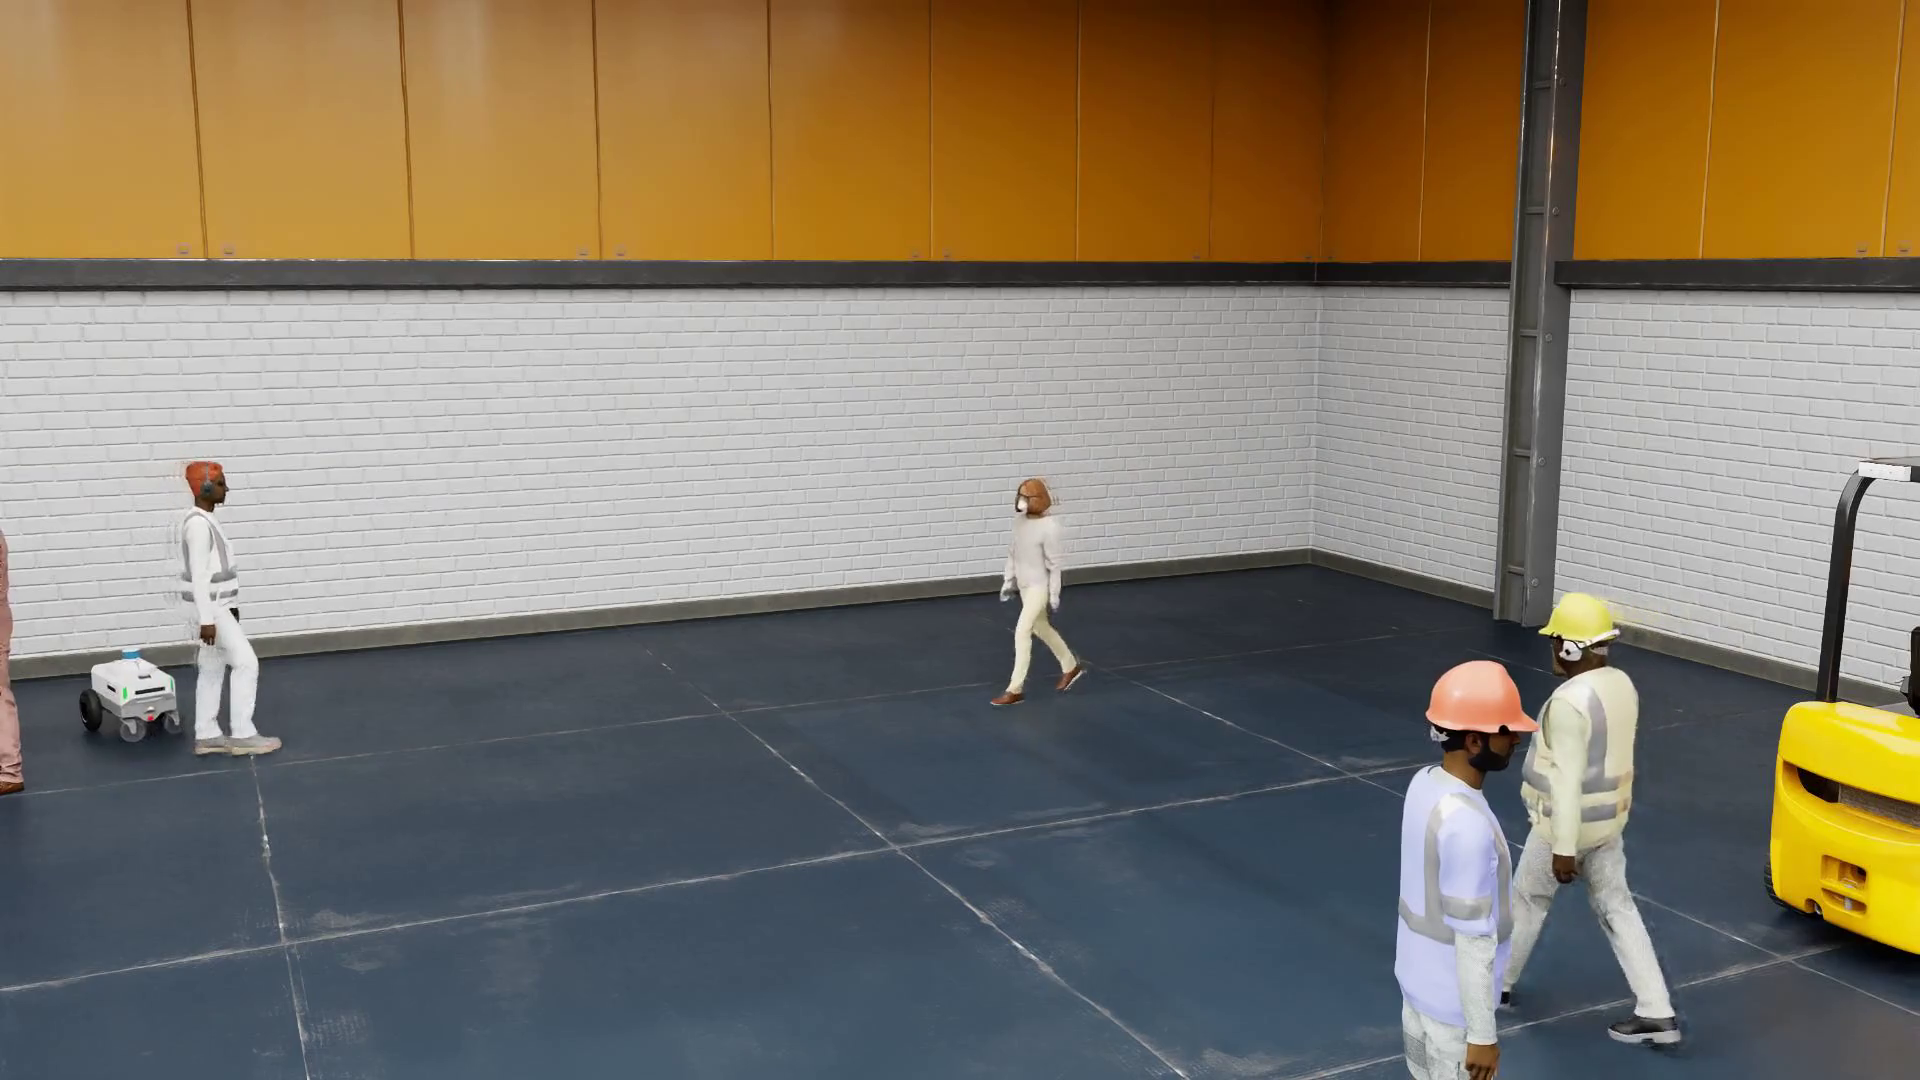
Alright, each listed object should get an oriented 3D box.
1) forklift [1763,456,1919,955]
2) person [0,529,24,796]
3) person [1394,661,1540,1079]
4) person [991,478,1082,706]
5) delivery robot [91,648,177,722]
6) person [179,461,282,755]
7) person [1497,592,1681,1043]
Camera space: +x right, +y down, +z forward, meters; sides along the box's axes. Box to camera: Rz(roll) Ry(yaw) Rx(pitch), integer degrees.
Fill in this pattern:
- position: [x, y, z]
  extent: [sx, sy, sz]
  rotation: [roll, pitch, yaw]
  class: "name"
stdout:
- position: [4.857, 0.731, 7.561]
  extent: [2.313, 2.155, 1.214]
  rotation: [-4, 10, -25]
  class: "forklift"
- position: [-5.701, 0.542, 9.626]
  extent: [0.399, 1.908, 0.643]
  rotation: [-6, 11, -31]
  class: "person"
- position: [1.453, 1.298, 4.832]
  extent: [0.357, 1.938, 0.545]
  rotation: [0, 9, 0]
  class: "person"
- position: [0.572, 0.340, 11.821]
  extent: [0.829, 1.600, 0.491]
  rotation: [-5, 10, -29]
  class: "person"
- position: [-5.439, 0.957, 10.940]
  extent: [0.477, 0.478, 0.707]
  rotation: [-8, 12, -42]
  class: "delivery robot"
- position: [-4.554, 0.430, 10.442]
  extent: [0.627, 1.862, 0.611]
  rotation: [-4, 10, -24]
  class: "person"
- position: [2.472, 1.091, 6.605]
  extent: [0.610, 1.786, 0.942]
  rotation: [-8, 12, -42]
  class: "person"
